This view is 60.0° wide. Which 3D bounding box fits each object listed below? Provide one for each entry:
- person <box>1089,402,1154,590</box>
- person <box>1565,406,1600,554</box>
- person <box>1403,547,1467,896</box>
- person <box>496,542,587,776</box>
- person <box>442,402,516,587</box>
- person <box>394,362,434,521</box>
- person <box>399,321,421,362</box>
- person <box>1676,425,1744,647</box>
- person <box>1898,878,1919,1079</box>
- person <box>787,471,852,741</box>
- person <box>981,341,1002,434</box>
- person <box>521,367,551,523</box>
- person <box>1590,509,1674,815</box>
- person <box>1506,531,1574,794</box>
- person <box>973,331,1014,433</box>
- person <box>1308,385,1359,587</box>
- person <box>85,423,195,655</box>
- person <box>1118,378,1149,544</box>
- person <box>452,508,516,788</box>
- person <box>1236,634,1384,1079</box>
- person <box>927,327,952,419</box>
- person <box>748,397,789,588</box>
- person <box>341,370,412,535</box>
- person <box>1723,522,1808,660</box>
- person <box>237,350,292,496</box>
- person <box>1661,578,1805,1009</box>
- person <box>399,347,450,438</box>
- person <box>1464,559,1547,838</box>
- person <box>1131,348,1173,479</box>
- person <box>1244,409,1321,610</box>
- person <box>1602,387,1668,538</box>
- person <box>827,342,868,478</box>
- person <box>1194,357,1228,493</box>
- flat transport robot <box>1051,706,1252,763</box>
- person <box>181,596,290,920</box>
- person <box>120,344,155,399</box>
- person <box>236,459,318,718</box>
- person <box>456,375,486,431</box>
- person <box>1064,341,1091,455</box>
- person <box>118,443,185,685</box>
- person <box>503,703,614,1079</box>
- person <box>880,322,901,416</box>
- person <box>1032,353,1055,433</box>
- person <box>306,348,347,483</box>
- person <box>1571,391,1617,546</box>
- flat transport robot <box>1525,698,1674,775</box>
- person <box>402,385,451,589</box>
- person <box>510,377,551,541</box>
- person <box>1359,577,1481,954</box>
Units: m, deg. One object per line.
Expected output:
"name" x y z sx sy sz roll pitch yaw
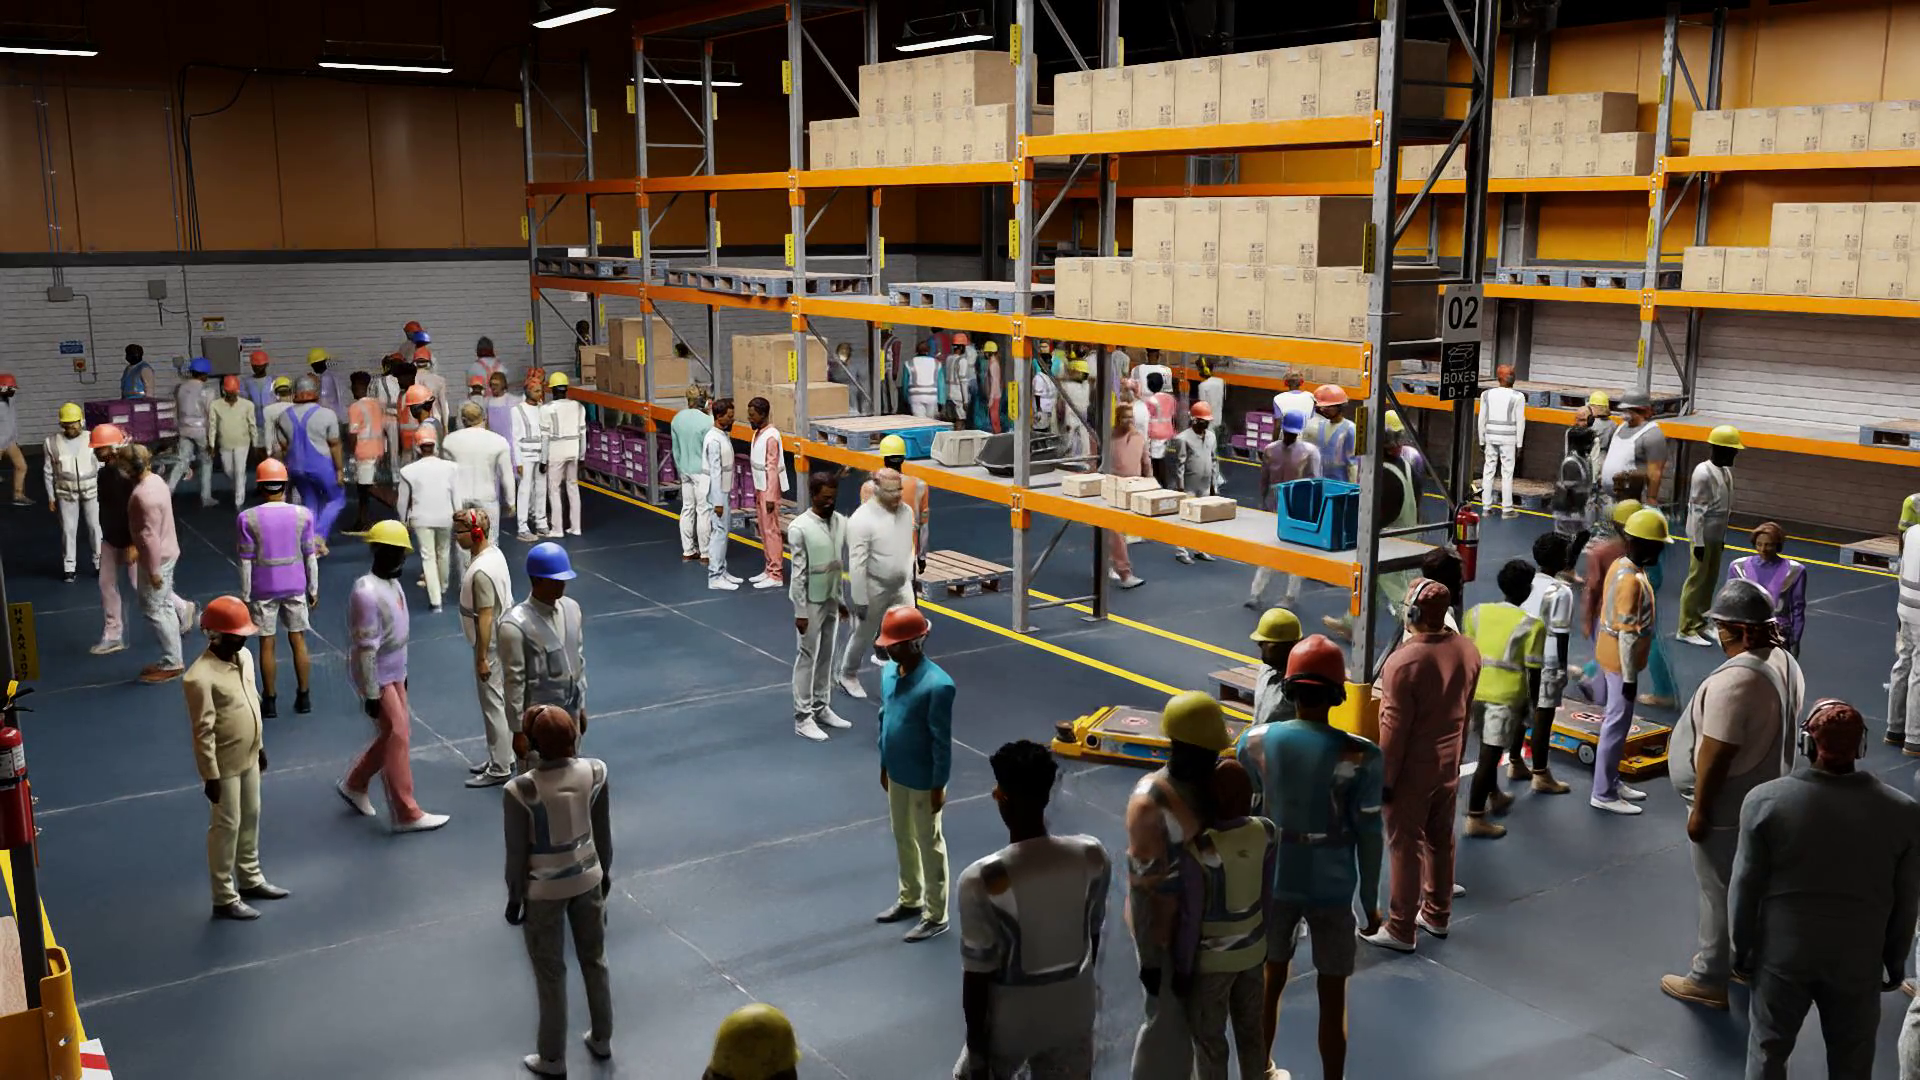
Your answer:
"person" 1.646 -0.454 16.676 0.647 1.851 0.979 -7 13 -33
"person" 6.820 -0.664 18.309 0.317 1.629 0.508 -4 12 -21
"person" 2.581 0.981 9.141 0.388 1.921 0.594 0 11 2
"person" -2.272 0.963 9.185 0.409 1.938 0.606 6 12 27
"person" -4.646 -0.370 16.065 0.690 1.920 0.420 -1 11 -4
"person" -6.575 -1.165 20.019 0.600 1.960 0.374 9 14 38
"person" -8.934 -2.580 27.211 0.412 1.984 0.611 1 11 4
"person" 6.509 -0.044 14.403 0.590 1.918 0.396 -11 15 -43
"person" 3.894 1.506 6.437 0.386 1.930 0.644 0 11 2
"person" -1.010 0.450 11.878 0.398 1.913 0.590 6 13 29
"person" 0.488 -2.200 25.816 0.329 1.767 0.528 1 11 6
"person" -5.122 -1.146 20.115 0.354 1.886 0.572 -4 12 -21
"person" 4.167 0.749 10.349 0.400 1.917 0.588 4 12 19
"person" 3.753 0.779 10.744 0.322 1.696 0.536 -3 11 -15
"person" 0.469 -2.439 26.749 0.800 1.890 0.601 4 12 18
"person" 3.728 -0.538 16.653 0.433 2.032 0.609 -5 12 -26
"person" -7.080 -0.036 14.229 0.615 1.966 0.842 6 13 30
"person" 1.906 -0.880 18.748 0.416 1.891 0.636 1 11 7
"person" -3.068 0.691 10.847 0.394 1.836 0.560 -2 11 -11
"person" 1.420 1.386 6.791 0.615 2.034 0.406 7 13 31
"person" -0.398 -3.122 30.370 0.430 1.836 0.636 7 13 32
"person" -1.929 -0.482 16.669 0.405 1.909 0.597 -4 12 -20
"person" -6.776 -0.993 19.226 0.817 1.929 0.630 1 11 5
"person" 5.514 0.679 11.431 0.519 1.631 0.318 7 13 33
"person" -9.274 -1.562 22.118 0.727 1.939 0.526 -3 11 -15
"person" 3.622 1.170 7.862 0.681 2.000 0.535 -9 14 -39
"person" -7.027 -1.534 21.853 0.617 1.986 0.408 -3 12 -17
"person" 3.290 0.940 10.042 0.712 1.648 0.552 -7 13 -34
"person" 2.696 -1.832 23.422 0.612 1.962 0.363 4 12 21
"person" 2.980 -0.252 15.469 0.655 1.919 0.756 8 14 37
"person" 6.657 -0.523 16.527 0.537 2.000 0.699 -2 11 -8
"person" -1.624 -1.834 23.523 0.650 1.929 0.431 5 12 25
"person" 3.323 -1.537 22.239 0.588 1.839 0.411 -11 15 -44
"flat transport robot" 1.410 1.361 11.429 1.431 0.197 0.652 5 12 23
"person" -3.829 1.143 8.787 0.355 1.737 0.576 1 11 4
"person" -11.989 -1.937 24.268 0.630 1.846 0.429 8 14 37
"person" -5.053 0.357 12.337 0.548 1.924 0.387 -8 13 -34
"person" -6.037 -1.209 20.927 0.610 1.708 0.635 -8 14 -37
"person" 1.906 -2.221 25.767 0.635 1.832 0.431 3 11 14
"person" -6.422 0.173 13.257 0.373 1.929 0.723 -4 12 -22
"person" -1.725 1.505 7.186 0.523 1.636 0.310 -11 15 -43
"person" -1.316 -3.103 30.291 0.403 1.824 0.594 -8 13 -35
"person" 1.231 -1.916 24.538 0.317 1.695 0.540 4 12 21
"person" -8.744 -1.706 22.961 0.448 1.893 0.600 -4 12 -20
"person" 7.138 -0.802 18.720 0.494 1.743 0.308 -5 12 -24
"flat transport robot" 4.328 1.314 11.669 0.652 0.197 1.431 -7 13 -32
"person" -5.311 -0.531 16.580 0.394 2.037 0.605 -1 11 -7
"person" -4.886 -0.932 19.052 0.342 1.878 0.581 7 13 32
"person" 2.310 1.130 8.413 0.641 1.908 0.407 -8 14 -36
